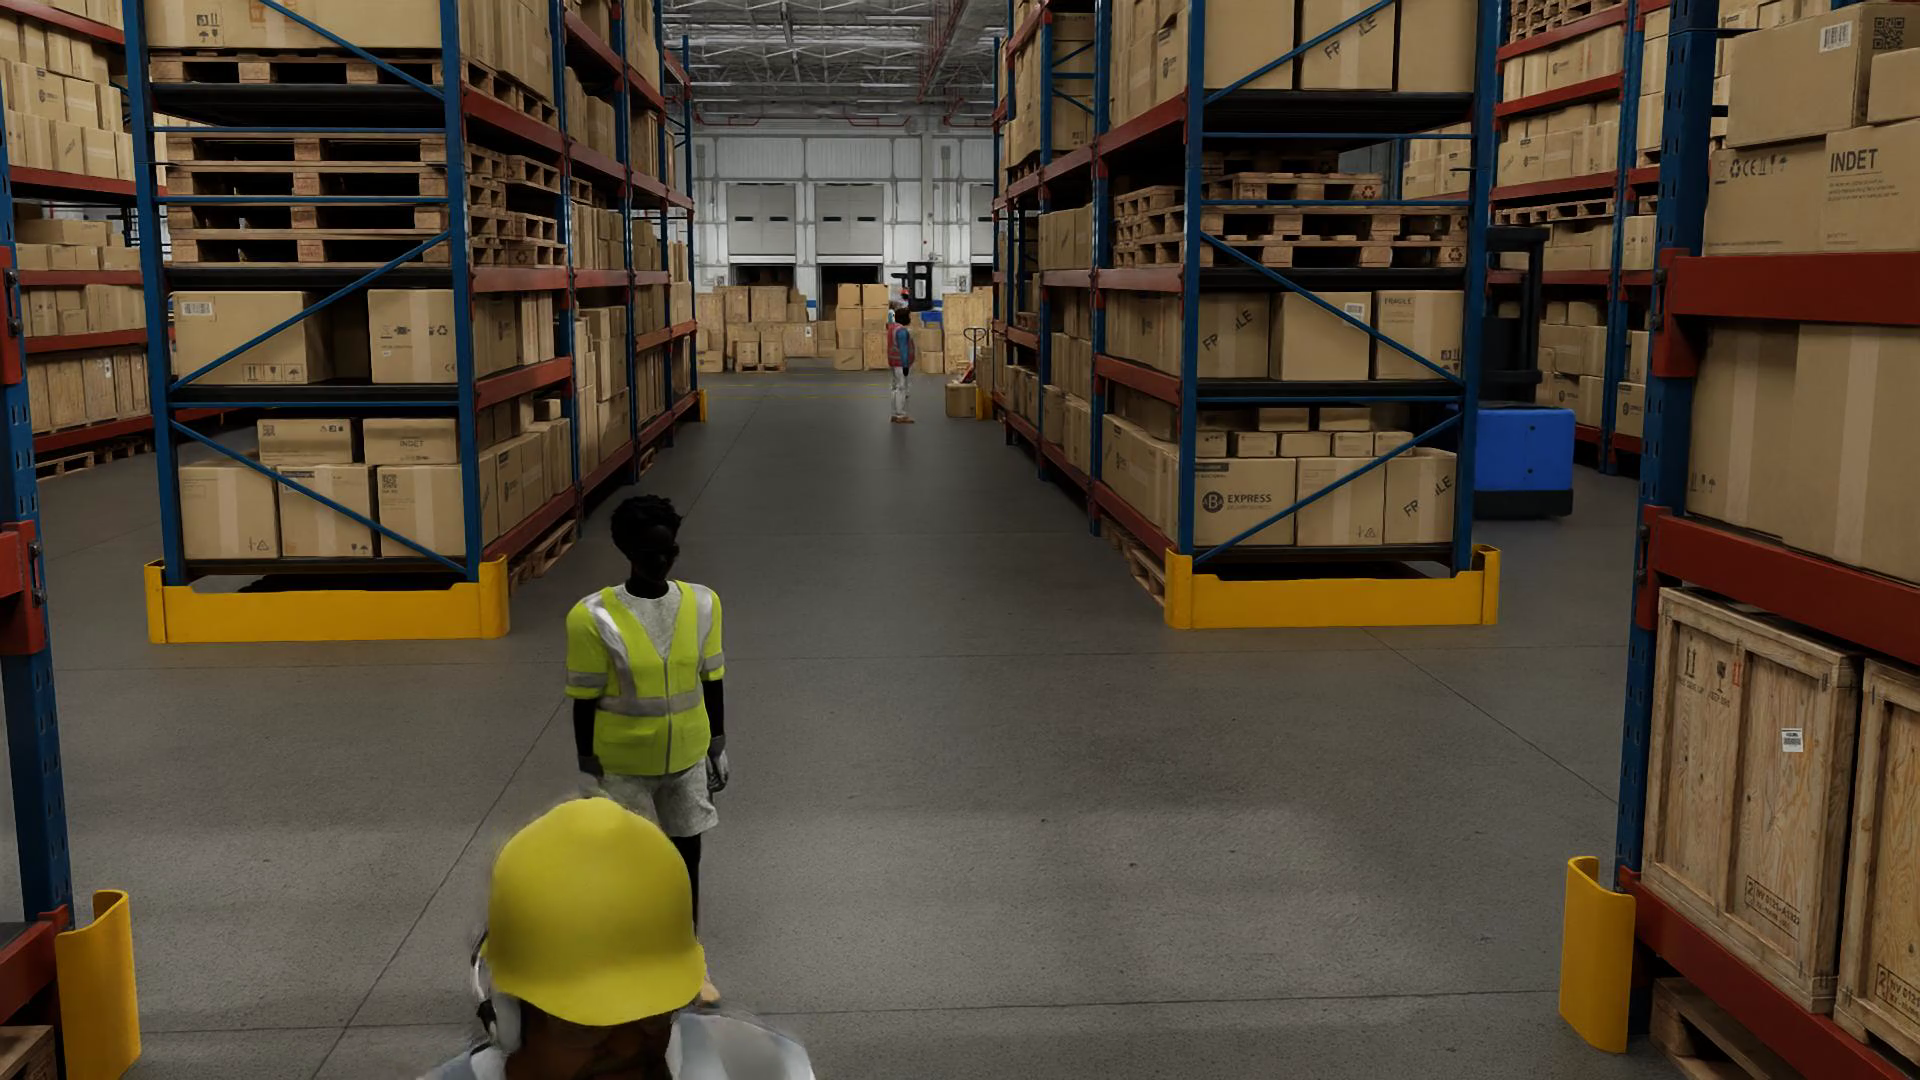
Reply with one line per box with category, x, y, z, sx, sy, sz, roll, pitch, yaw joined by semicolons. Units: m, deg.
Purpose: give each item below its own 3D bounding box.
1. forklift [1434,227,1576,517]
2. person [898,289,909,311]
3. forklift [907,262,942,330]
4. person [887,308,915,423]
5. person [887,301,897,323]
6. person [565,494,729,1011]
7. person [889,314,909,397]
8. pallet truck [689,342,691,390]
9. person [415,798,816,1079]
forklift;5.280;-1.702;16.515;1.129;2.768;1.873;-1;9;-4
person;-1.843;-7.396;55.381;1.020;1.884;0.560;4;10;24
forklift;-1.389;-8.379;58.443;1.129;2.768;1.873;-7;12;-38
person;-0.934;-2.786;26.578;0.429;1.841;0.633;-3;10;-18
person;-1.885;-5.858;46.496;0.307;1.639;0.525;1;9;7
person;-0.974;0.690;5.233;0.537;1.691;0.320;-6;11;-34
person;-1.155;-3.546;32.003;0.395;1.620;0.536;-2;9;-14
pallet truck;-5.225;-3.008;27.480;1.885;1.965;0.823;2;9;14
person;-0.400;1.162;1.859;0.625;1.819;0.479;-4;10;-24
